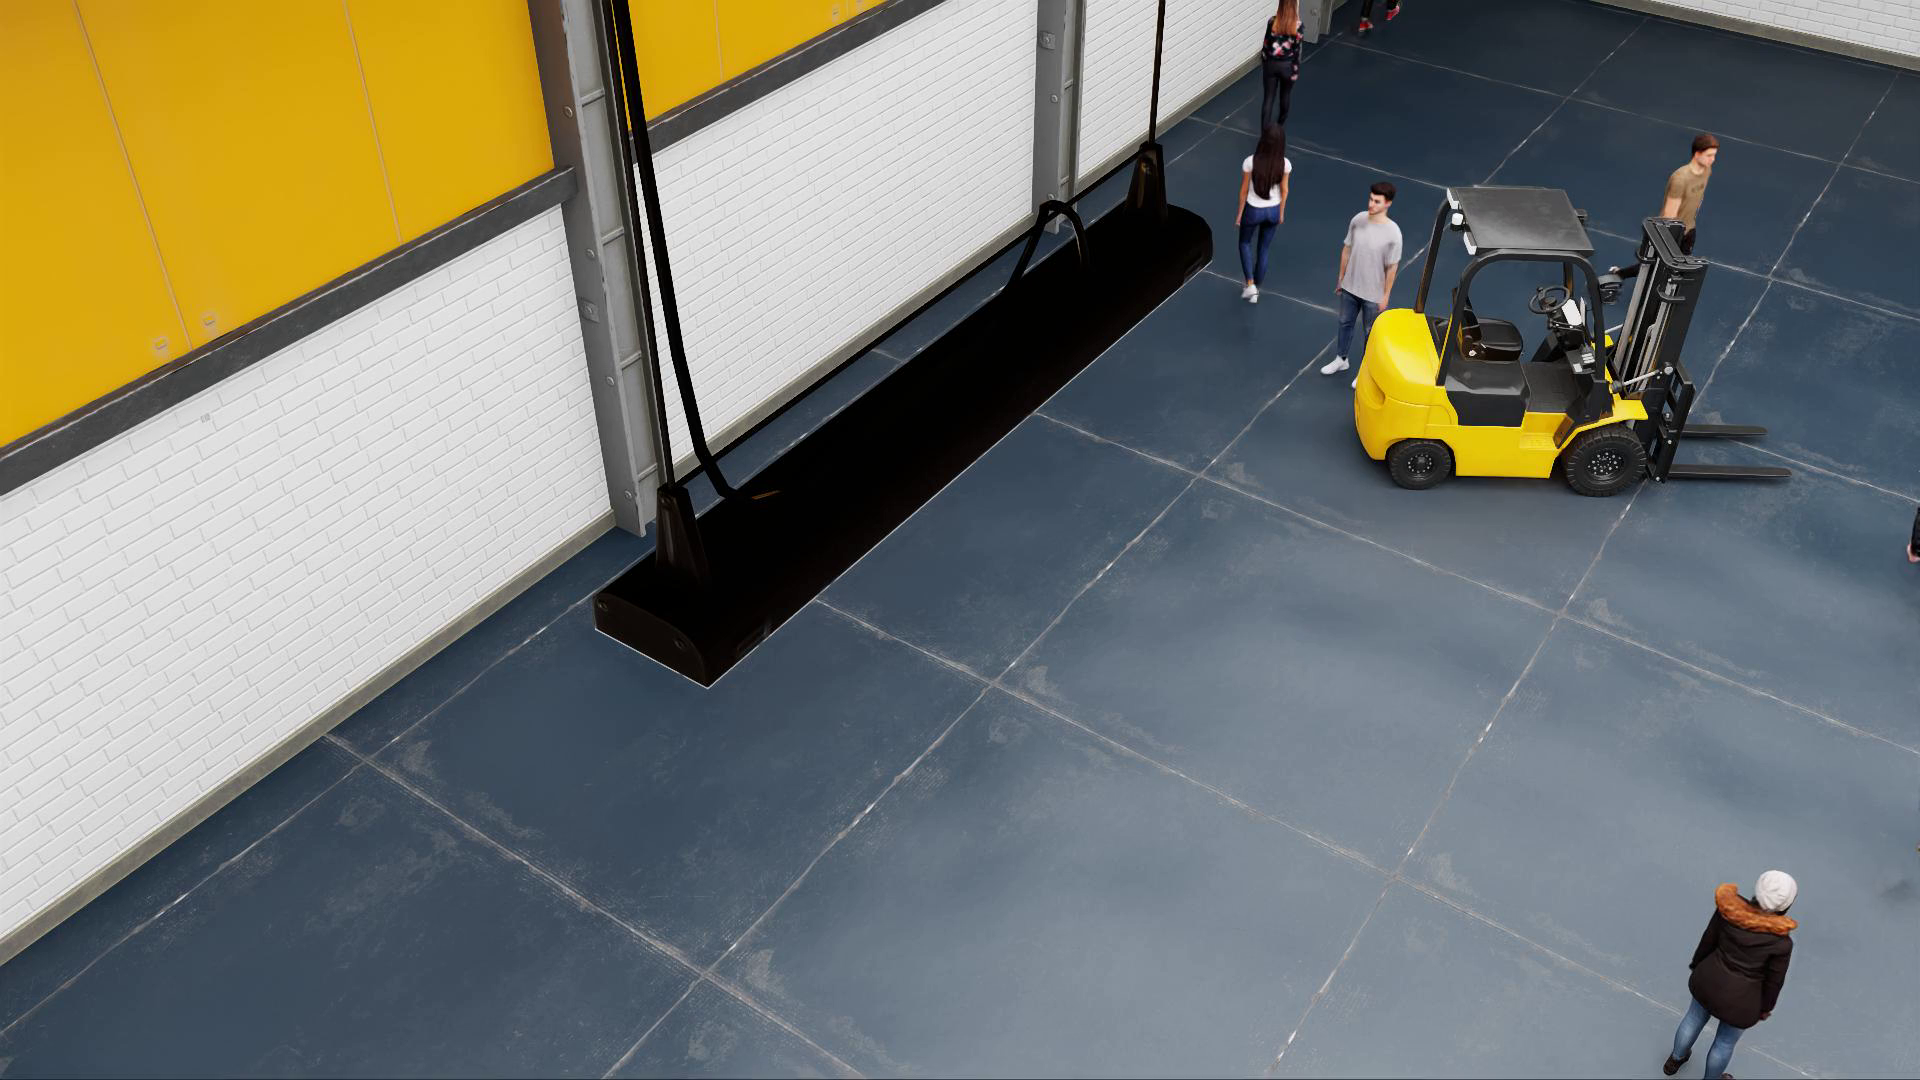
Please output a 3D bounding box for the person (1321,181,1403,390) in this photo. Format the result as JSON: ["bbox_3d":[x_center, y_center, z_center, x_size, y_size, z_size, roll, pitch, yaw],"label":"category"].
[{"bbox_3d":[3.450,-2.171,14.099,0.708,1.886,0.605,31,48,33],"label":"person"}]

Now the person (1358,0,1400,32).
[{"bbox_3d":[5.181,-7.083,20.386,0.660,1.716,1.143,26,45,28],"label":"person"}]

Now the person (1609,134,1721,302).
[{"bbox_3d":[6.335,-2.799,14.932,1.102,1.828,0.975,-24,44,-27],"label":"person"}]

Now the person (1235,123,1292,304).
[{"bbox_3d":[2.744,-2.909,15.121,0.768,1.764,0.833,1,39,2],"label":"person"}]

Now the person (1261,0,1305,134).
[{"bbox_3d":[3.423,-5.043,17.894,0.786,1.638,1.147,13,40,16],"label":"person"}]

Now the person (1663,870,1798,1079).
[{"bbox_3d":[4.027,2.317,8.680,0.709,1.635,0.707,-24,44,-27],"label":"person"}]
